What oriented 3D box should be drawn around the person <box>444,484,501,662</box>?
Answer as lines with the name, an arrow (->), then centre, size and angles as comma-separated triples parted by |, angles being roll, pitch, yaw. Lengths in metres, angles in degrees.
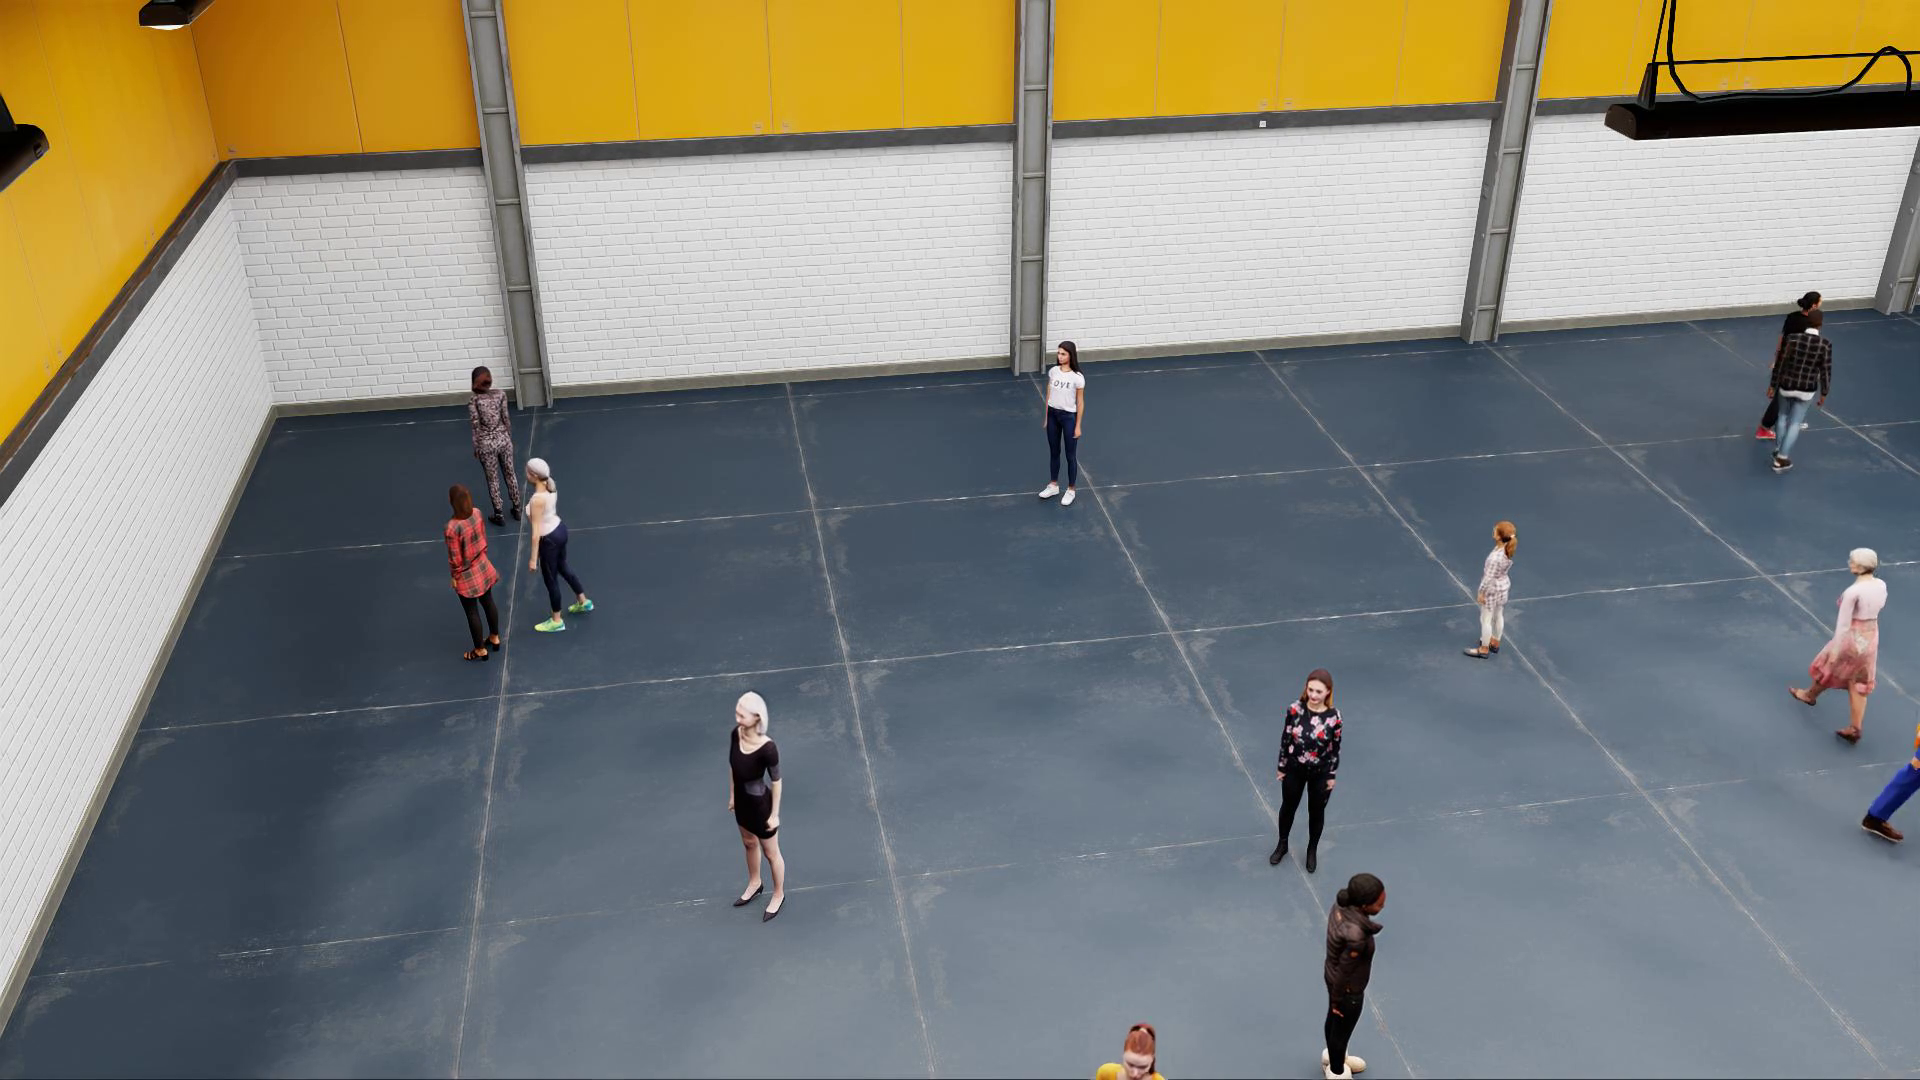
person -> -4.280, 0.274, 14.574 | 0.726, 1.704, 0.701 | 12, 31, 21

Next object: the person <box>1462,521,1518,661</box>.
person -> 4.732, 0.435, 14.694 | 0.566, 1.305, 0.675 | -25, 38, -38

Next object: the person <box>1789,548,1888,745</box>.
person -> 7.305, 0.896, 13.491 | 1.011, 1.649, 0.795 | -9, 30, -16

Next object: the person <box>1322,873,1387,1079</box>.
person -> 2.346, 2.704, 10.163 | 0.606, 1.661, 0.657 | -5, 29, -8

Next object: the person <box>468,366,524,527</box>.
person -> -4.719, -0.962, 16.830 | 0.616, 1.714, 0.718 | -22, 35, -34

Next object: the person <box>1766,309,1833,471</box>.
person -> 8.986, -1.599, 17.905 | 0.895, 1.801, 0.962 | 18, 34, 30

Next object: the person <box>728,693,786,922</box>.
person -> -1.416, 1.843, 11.565 | 0.656, 1.830, 0.705 | 20, 35, 33

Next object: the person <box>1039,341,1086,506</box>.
person -> 1.077, -1.230, 17.256 | 0.656, 1.775, 0.715 | 19, 34, 30

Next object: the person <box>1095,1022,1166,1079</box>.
person -> 0.901, 3.281, 9.029 | 1.015, 1.735, 0.927 | 8, 30, 14

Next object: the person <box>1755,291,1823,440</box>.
person -> 9.220, -1.918, 18.562 | 0.909, 1.733, 0.656 | -3, 29, -5

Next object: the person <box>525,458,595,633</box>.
person -> -3.664, 0.019, 15.042 | 0.806, 1.703, 0.804 | -1, 29, -1

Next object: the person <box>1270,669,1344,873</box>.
person -> 2.531, 1.655, 12.064 | 0.602, 1.683, 0.714 | 10, 30, 17
